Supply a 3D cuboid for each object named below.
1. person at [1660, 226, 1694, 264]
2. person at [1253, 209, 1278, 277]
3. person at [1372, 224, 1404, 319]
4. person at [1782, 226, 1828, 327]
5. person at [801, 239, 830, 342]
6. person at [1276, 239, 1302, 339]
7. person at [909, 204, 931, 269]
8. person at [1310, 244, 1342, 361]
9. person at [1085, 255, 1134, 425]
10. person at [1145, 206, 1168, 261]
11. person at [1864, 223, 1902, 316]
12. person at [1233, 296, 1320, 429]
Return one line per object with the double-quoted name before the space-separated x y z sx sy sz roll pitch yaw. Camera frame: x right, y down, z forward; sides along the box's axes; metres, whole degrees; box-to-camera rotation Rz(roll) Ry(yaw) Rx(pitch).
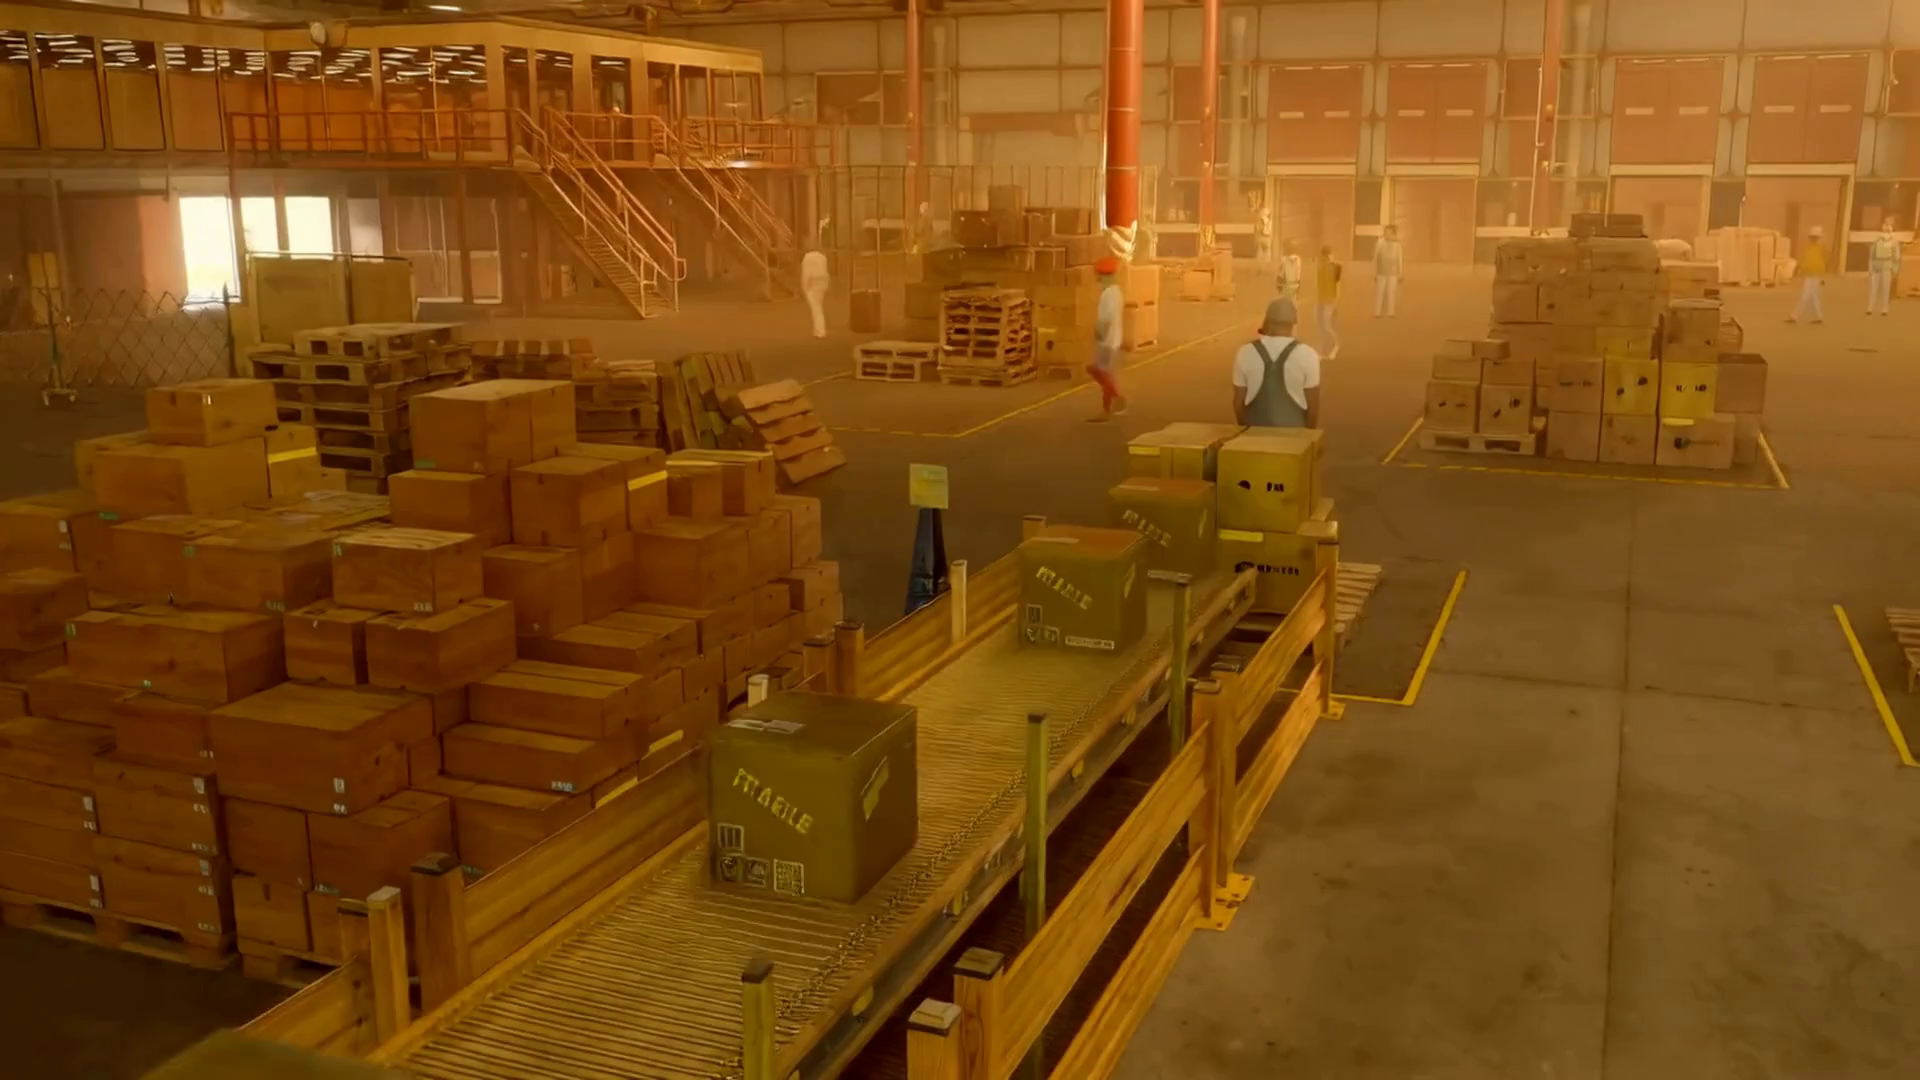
"person" 14.028 -5.164 32.518 0.542 1.925 0.661 -11 16 -40
"person" 8.651 -8.405 47.118 0.650 1.891 0.989 -6 14 -23
"person" 8.682 -5.429 33.773 0.644 1.913 0.389 8 15 31
"person" 16.408 -5.103 32.200 1.036 1.934 0.636 -2 13 -10
"person" -2.606 -4.433 29.542 0.817 1.795 0.694 7 14 29
"person" 5.599 -4.198 28.369 0.429 1.845 0.622 4 13 19
"person" -1.218 -9.218 50.635 0.989 1.950 0.634 -5 14 -23
"person" 5.772 -3.740 26.285 0.394 1.856 0.506 -9 15 -34
"person" 1.766 -2.354 19.689 0.499 2.028 0.605 -2 13 -7
"person" 6.026 -9.460 51.931 1.043 1.861 0.547 -3 13 -12
"person" 19.158 -5.609 34.524 0.584 1.918 0.381 11 17 41
"person" 2.513 -0.911 13.171 0.672 2.000 0.536 5 13 20
